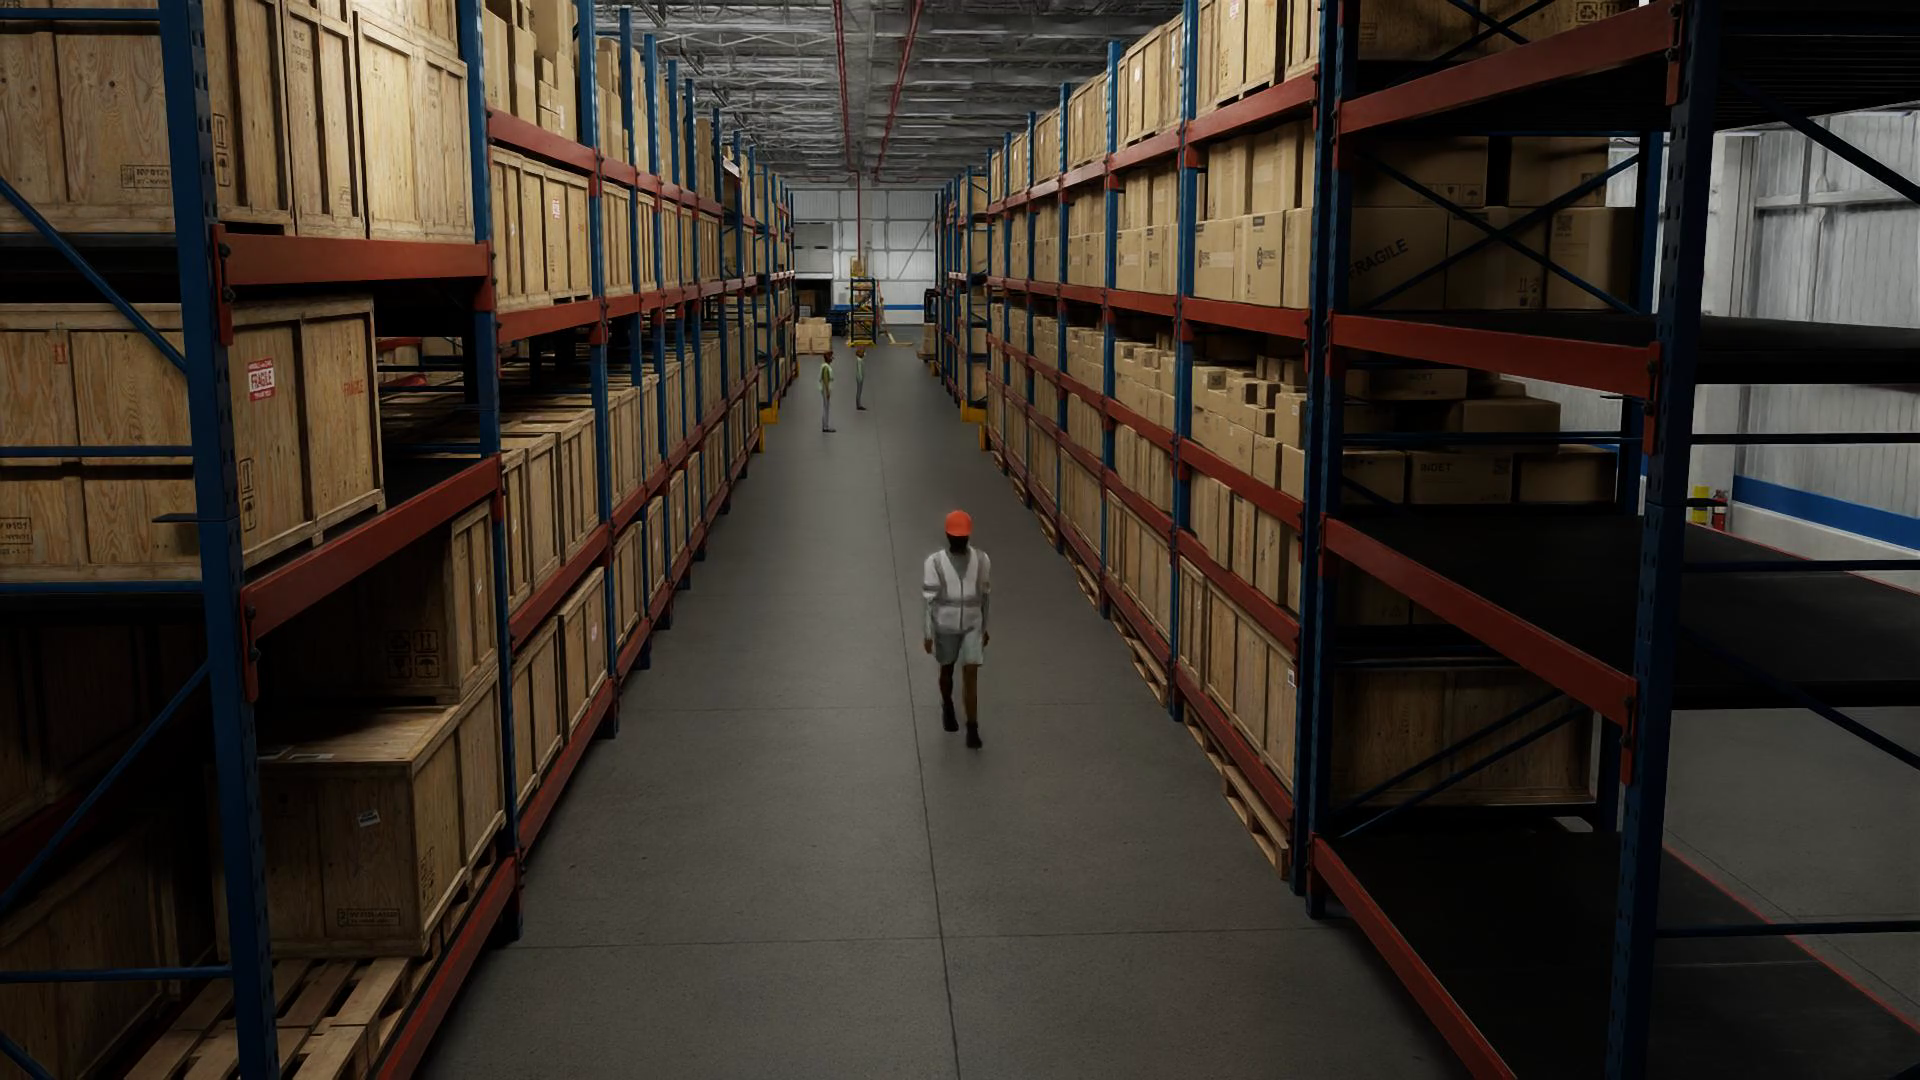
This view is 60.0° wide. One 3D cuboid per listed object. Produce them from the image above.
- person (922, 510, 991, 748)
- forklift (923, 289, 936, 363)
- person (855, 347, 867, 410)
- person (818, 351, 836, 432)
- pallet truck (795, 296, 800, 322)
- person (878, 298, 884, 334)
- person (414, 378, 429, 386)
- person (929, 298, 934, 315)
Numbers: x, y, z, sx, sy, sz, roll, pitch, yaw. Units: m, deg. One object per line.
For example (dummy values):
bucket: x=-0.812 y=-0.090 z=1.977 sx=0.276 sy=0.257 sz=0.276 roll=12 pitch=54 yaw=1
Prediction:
person: x=-0.022 y=0.690 z=13.326 sx=0.569 sy=1.881 sz=1.013 roll=-2 pitch=10 yaw=-10
forklift: x=-0.836 y=-8.192 z=63.404 sx=1.129 sy=2.768 sz=1.873 roll=-1 pitch=10 yaw=-3
person: x=-2.579 y=-4.189 z=43.207 sx=0.283 sy=1.633 sz=0.497 roll=-1 pitch=10 yaw=-3
person: x=-3.014 y=-3.359 z=37.613 sx=0.390 sy=1.846 sz=0.564 roll=-1 pitch=10 yaw=-3
pallet truck: x=-8.622 y=-12.439 z=91.403 sx=1.885 sy=1.965 sz=0.823 roll=2 pitch=10 yaw=13
person: x=-4.236 y=-12.039 z=89.207 sx=0.373 sy=1.935 sz=0.628 roll=-1 pitch=10 yaw=-3
person: x=-8.607 y=-1.591 z=26.656 sx=0.616 sy=1.998 sz=1.058 roll=-2 pitch=10 yaw=-13
person: x=-1.553 y=-11.912 z=88.436 sx=0.358 sy=1.938 sz=0.542 roll=-1 pitch=10 yaw=-3
